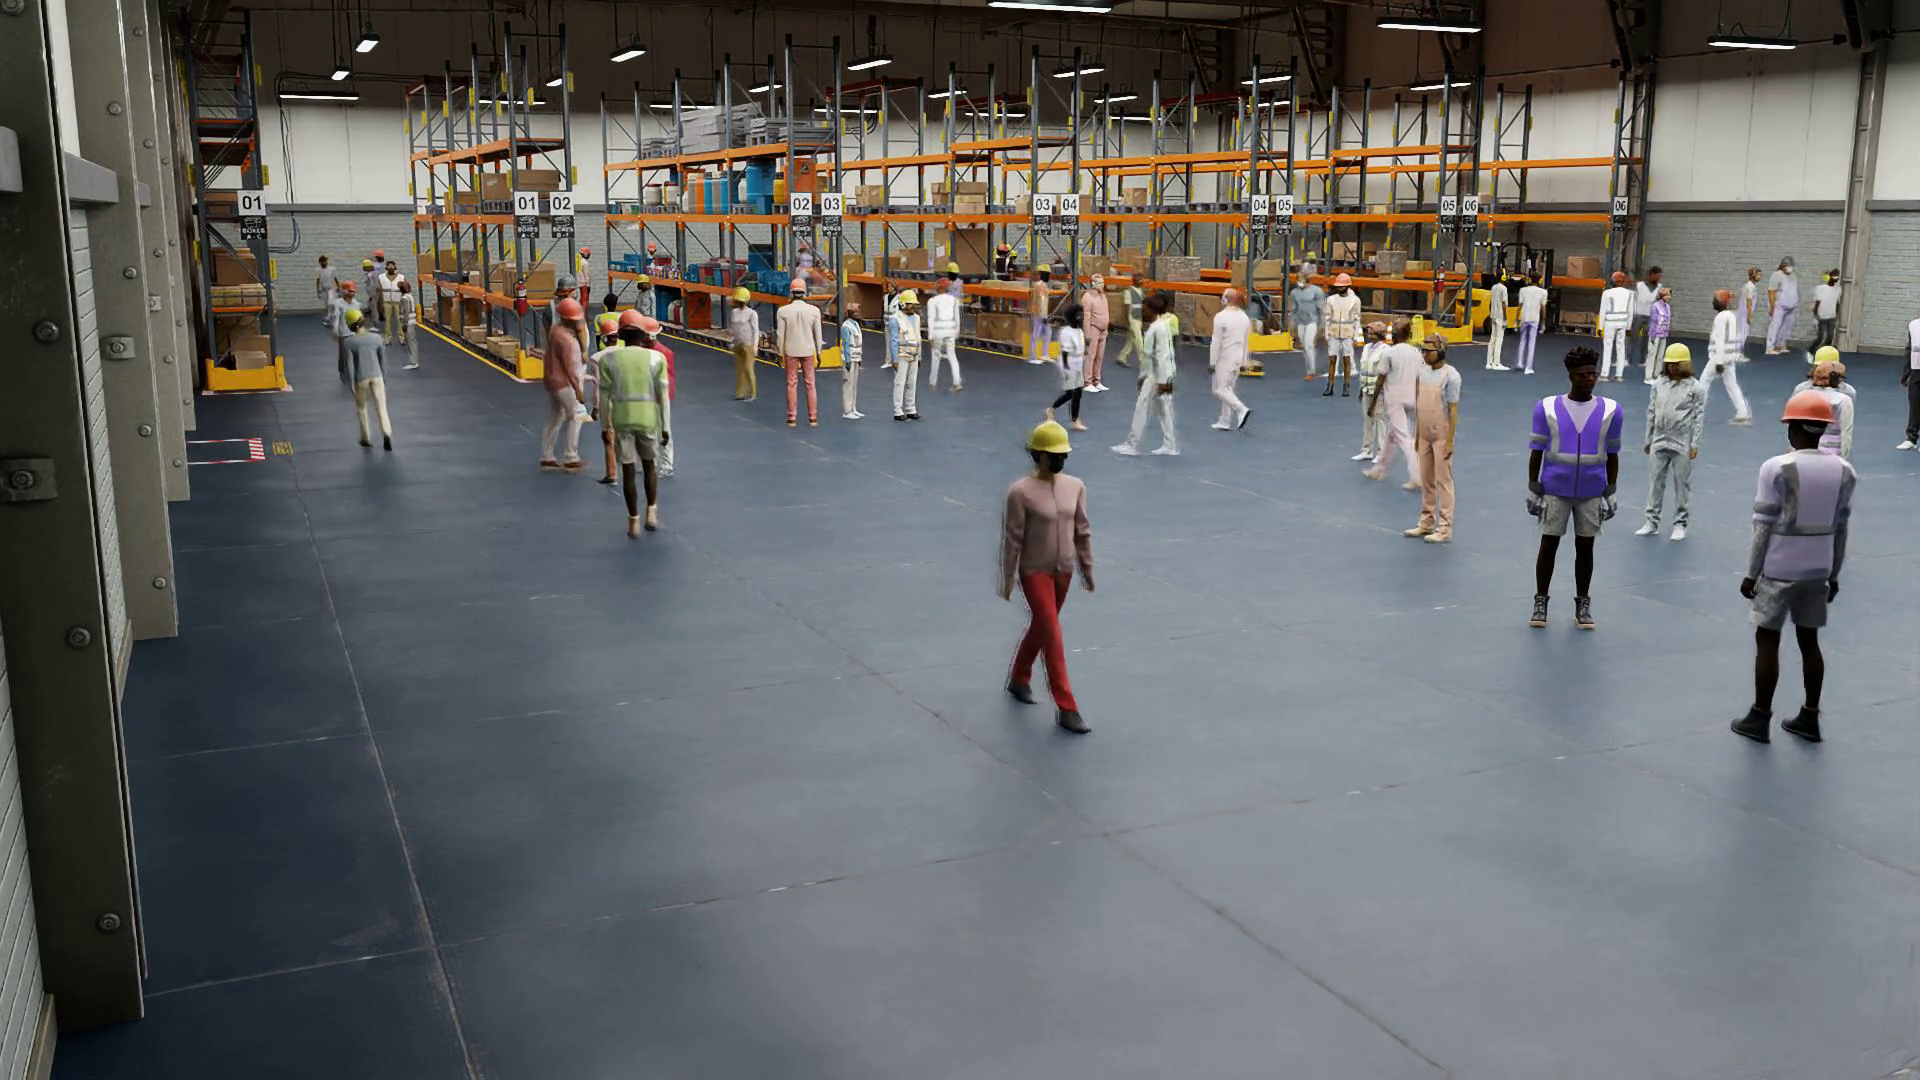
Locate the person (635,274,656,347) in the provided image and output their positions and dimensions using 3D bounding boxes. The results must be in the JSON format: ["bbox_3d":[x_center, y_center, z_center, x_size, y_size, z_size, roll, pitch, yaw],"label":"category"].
[{"bbox_3d":[-5.850,-4.048,30.863,0.487,1.744,0.294,7,13,32],"label":"person"}]

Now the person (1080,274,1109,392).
[{"bbox_3d":[2.204,-3.337,26.865,0.403,1.900,0.647,8,14,34],"label":"person"}]

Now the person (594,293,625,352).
[{"bbox_3d":[-5.131,-2.795,24.614,0.535,1.697,0.318,0,11,2],"label":"person"}]

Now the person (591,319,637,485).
[{"bbox_3d":[-3.690,-1.469,17.725,0.560,1.753,0.328,-10,15,-42],"label":"person"}]

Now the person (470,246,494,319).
[{"bbox_3d":[-12.974,-6.949,45.027,0.602,2.001,0.629,0,11,-1],"label":"person"}]

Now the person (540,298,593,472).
[{"bbox_3d":[-4.400,-1.714,18.476,0.594,1.941,0.650,-5,12,-24],"label":"person"}]

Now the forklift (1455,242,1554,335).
[{"bbox_3d":[13.047,-6.049,39.881,2.313,2.155,1.214,-5,12,-23],"label":"forklift"}]

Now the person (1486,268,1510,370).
[{"bbox_3d":[9.943,-4.070,30.657,0.310,1.868,0.533,-2,11,-11],"label":"person"}]

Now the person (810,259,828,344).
[{"bbox_3d":[-3.111,-5.247,36.624,0.407,1.885,0.658,0,11,0],"label":"person"}]

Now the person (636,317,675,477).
[{"bbox_3d":[-3.369,-1.566,18.225,0.565,1.748,0.339,9,14,38],"label":"person"}]

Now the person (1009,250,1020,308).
[{"bbox_3d":[1.602,-7.712,49.430,0.327,1.765,0.528,-4,12,-21],"label":"person"}]

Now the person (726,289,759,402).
[{"bbox_3d":[-3.358,-2.968,25.421,0.722,1.723,0.325,9,15,40],"label":"person"}]

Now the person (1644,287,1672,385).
[{"bbox_3d":[11.757,-3.424,27.983,0.514,1.634,0.312,-9,14,-37],"label":"person"}]

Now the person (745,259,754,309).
[{"bbox_3d":[-5.763,-6.797,45.111,0.286,1.633,0.499,-8,14,-36],"label":"person"}]

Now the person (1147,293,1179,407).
[{"bbox_3d":[2.981,-2.813,24.696,0.540,1.697,0.317,8,14,37],"label":"person"}]

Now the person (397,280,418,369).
[{"bbox_3d":[-10.214,-3.979,30.785,0.315,1.636,0.514,-1,11,-7],"label":"person"}]

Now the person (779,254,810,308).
[{"bbox_3d":[-3.676,-5.356,36.752,0.695,2.000,0.858,1,11,3],"label":"person"}]

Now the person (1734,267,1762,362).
[{"bbox_3d":[15.287,-4.366,32.274,0.375,1.833,0.515,4,12,19],"label":"person"}]

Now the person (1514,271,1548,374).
[{"bbox_3d":[10.313,-3.927,30.049,0.530,1.825,0.630,6,13,29],"label":"person"}]

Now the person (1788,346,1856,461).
[{"bbox_3d":[7.422,-0.803,14.369,0.492,1.742,0.323,6,13,29],"label":"person"}]

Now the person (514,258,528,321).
[{"bbox_3d":[-11.796,-6.757,44.603,0.413,1.755,0.547,3,12,15],"label":"person"}]

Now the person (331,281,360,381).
[{"bbox_3d":[-10.473,-3.542,28.372,0.581,1.711,0.620,8,13,34],"label":"person"}]

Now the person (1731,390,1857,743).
[{"bbox_3d":[4.555,0.147,9.091,0.543,1.924,0.408,-2,11,-10],"label":"person"}]

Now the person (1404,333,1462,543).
[{"bbox_3d":[4.175,-0.897,14.617,0.340,1.838,0.509,-5,12,-23],"label":"person"}]

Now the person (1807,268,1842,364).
[{"bbox_3d":[16.191,-4.153,31.118,0.548,1.852,0.473,-1,11,-7],"label":"person"}]

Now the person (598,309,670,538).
[{"bbox_3d":[-2.927,-1.052,14.916,0.612,2.020,0.742,-3,12,-17],"label":"person"}]

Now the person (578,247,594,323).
[{"bbox_3d":[-9.831,-6.693,43.703,0.411,1.987,0.612,-6,12,-26],"label":"person"}]

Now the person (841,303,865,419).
[{"bbox_3d":[-1.524,-2.514,23.358,0.310,1.630,0.510,2,11,11],"label":"person"}]

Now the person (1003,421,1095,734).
[{"bbox_3d":[0.502,0.171,9.481,0.535,1.720,0.893,-8,13,-34],"label":"person"}]

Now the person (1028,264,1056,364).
[{"bbox_3d":[1.615,-4.326,31.860,0.676,1.894,0.664,0,11,1],"label":"person"}]

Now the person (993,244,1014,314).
[{"bbox_3d":[1.142,-6.851,44.342,0.608,2.044,0.370,4,12,19],"label":"person"}]
